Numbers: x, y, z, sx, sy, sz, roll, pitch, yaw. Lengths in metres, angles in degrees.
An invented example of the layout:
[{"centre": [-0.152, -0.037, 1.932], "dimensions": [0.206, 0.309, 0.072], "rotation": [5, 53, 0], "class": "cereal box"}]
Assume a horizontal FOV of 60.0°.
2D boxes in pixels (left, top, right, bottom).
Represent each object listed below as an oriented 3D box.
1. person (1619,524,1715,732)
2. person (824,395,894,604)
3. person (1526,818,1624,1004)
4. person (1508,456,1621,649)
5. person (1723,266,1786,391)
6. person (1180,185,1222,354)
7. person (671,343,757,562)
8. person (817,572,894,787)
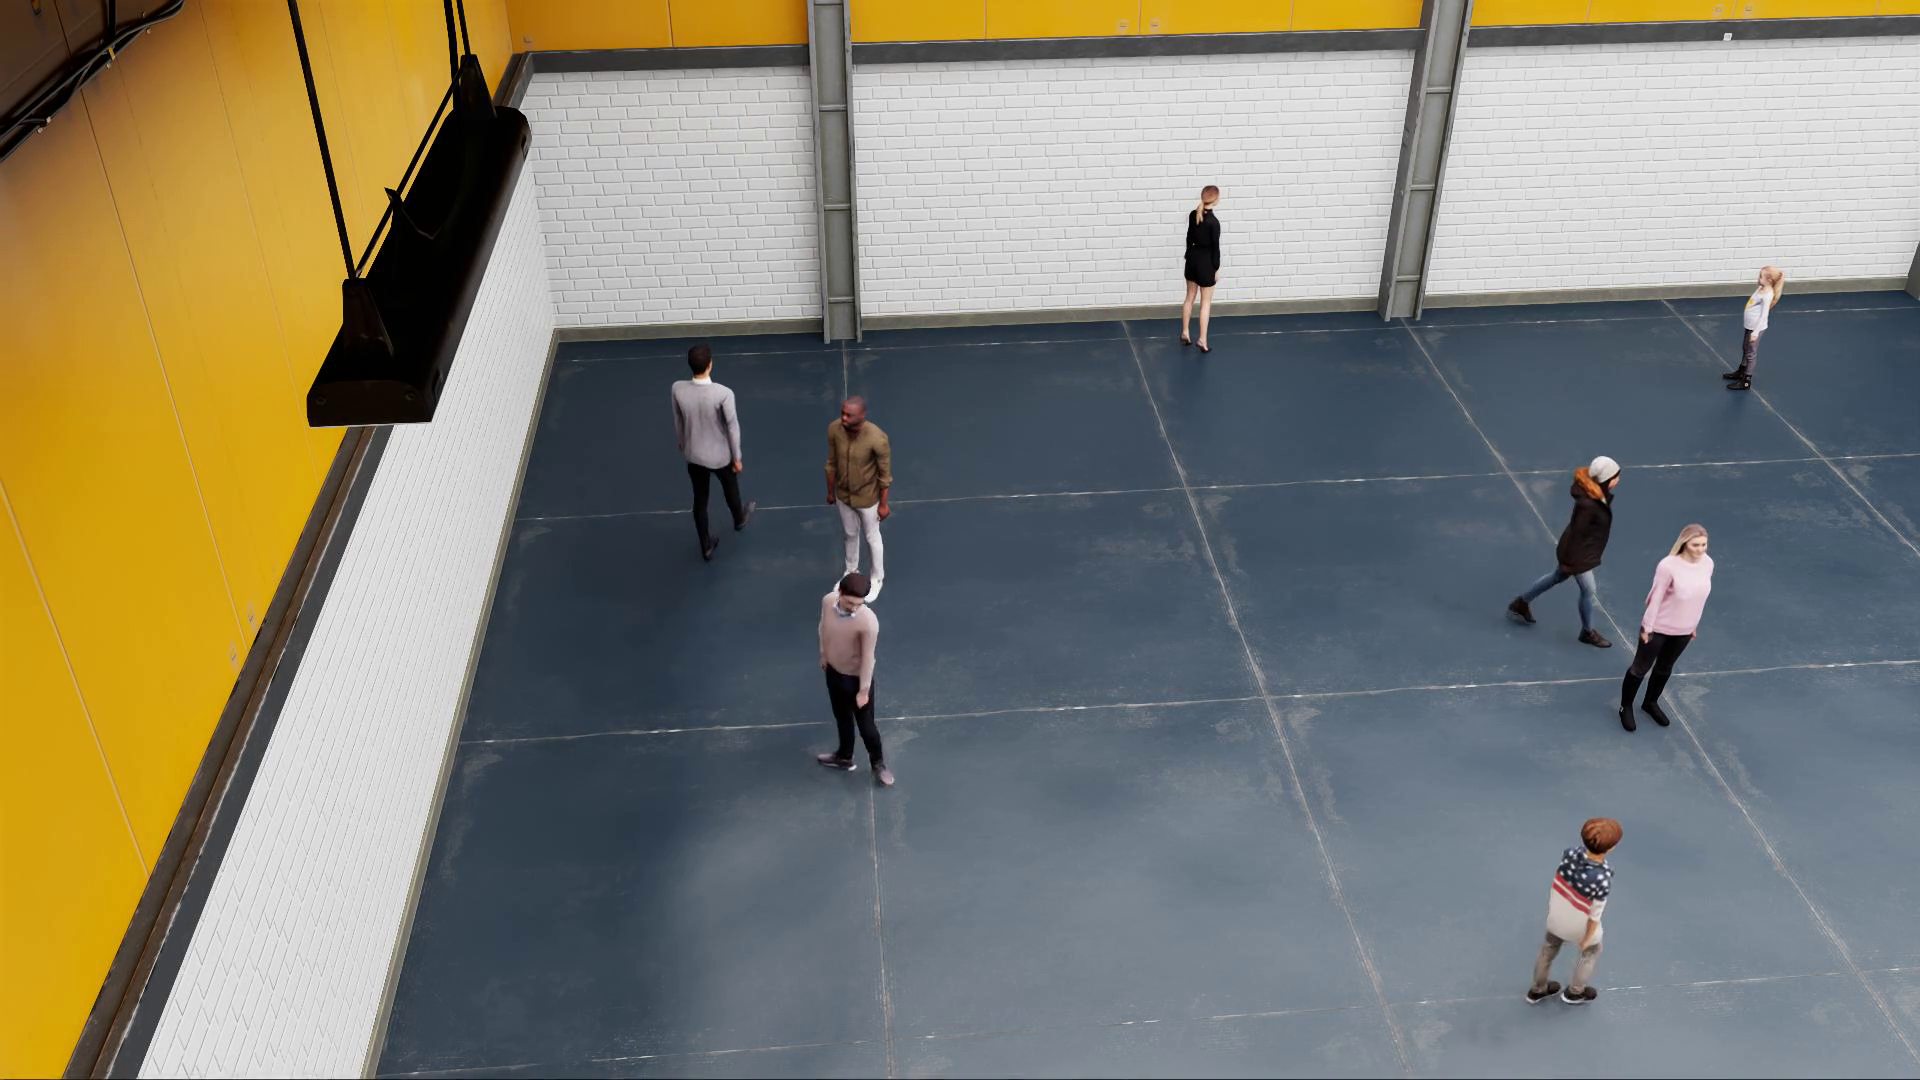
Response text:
[{"centre": [5.054, 0.598, 11.876], "dimensions": [0.495, 1.688, 0.668], "rotation": [-6, 34, -8], "class": "person"}, {"centre": [-0.796, -0.359, 13.191], "dimensions": [0.727, 1.825, 0.862], "rotation": [16, 37, 23], "class": "person"}, {"centre": [3.541, 2.199, 9.702], "dimensions": [0.712, 1.428, 0.643], "rotation": [-20, 38, -27], "class": "person"}, {"centre": [4.672, 0.053, 12.776], "dimensions": [1.141, 1.598, 0.955], "rotation": [15, 36, 21], "class": "person"}, {"centre": [7.795, -2.090, 16.290], "dimensions": [0.567, 1.278, 0.551], "rotation": [7, 34, 11], "class": "person"}, {"centre": [2.447, -2.750, 16.841], "dimensions": [0.701, 1.767, 0.667], "rotation": [-26, 42, -33], "class": "person"}, {"centre": [-2.091, -0.672, 13.596], "dimensions": [1.086, 1.898, 1.026], "rotation": [7, 34, 11], "class": "person"}, {"centre": [-0.792, 0.887, 11.356], "dimensions": [0.844, 1.781, 0.803], "rotation": [-20, 38, -27], "class": "person"}]
